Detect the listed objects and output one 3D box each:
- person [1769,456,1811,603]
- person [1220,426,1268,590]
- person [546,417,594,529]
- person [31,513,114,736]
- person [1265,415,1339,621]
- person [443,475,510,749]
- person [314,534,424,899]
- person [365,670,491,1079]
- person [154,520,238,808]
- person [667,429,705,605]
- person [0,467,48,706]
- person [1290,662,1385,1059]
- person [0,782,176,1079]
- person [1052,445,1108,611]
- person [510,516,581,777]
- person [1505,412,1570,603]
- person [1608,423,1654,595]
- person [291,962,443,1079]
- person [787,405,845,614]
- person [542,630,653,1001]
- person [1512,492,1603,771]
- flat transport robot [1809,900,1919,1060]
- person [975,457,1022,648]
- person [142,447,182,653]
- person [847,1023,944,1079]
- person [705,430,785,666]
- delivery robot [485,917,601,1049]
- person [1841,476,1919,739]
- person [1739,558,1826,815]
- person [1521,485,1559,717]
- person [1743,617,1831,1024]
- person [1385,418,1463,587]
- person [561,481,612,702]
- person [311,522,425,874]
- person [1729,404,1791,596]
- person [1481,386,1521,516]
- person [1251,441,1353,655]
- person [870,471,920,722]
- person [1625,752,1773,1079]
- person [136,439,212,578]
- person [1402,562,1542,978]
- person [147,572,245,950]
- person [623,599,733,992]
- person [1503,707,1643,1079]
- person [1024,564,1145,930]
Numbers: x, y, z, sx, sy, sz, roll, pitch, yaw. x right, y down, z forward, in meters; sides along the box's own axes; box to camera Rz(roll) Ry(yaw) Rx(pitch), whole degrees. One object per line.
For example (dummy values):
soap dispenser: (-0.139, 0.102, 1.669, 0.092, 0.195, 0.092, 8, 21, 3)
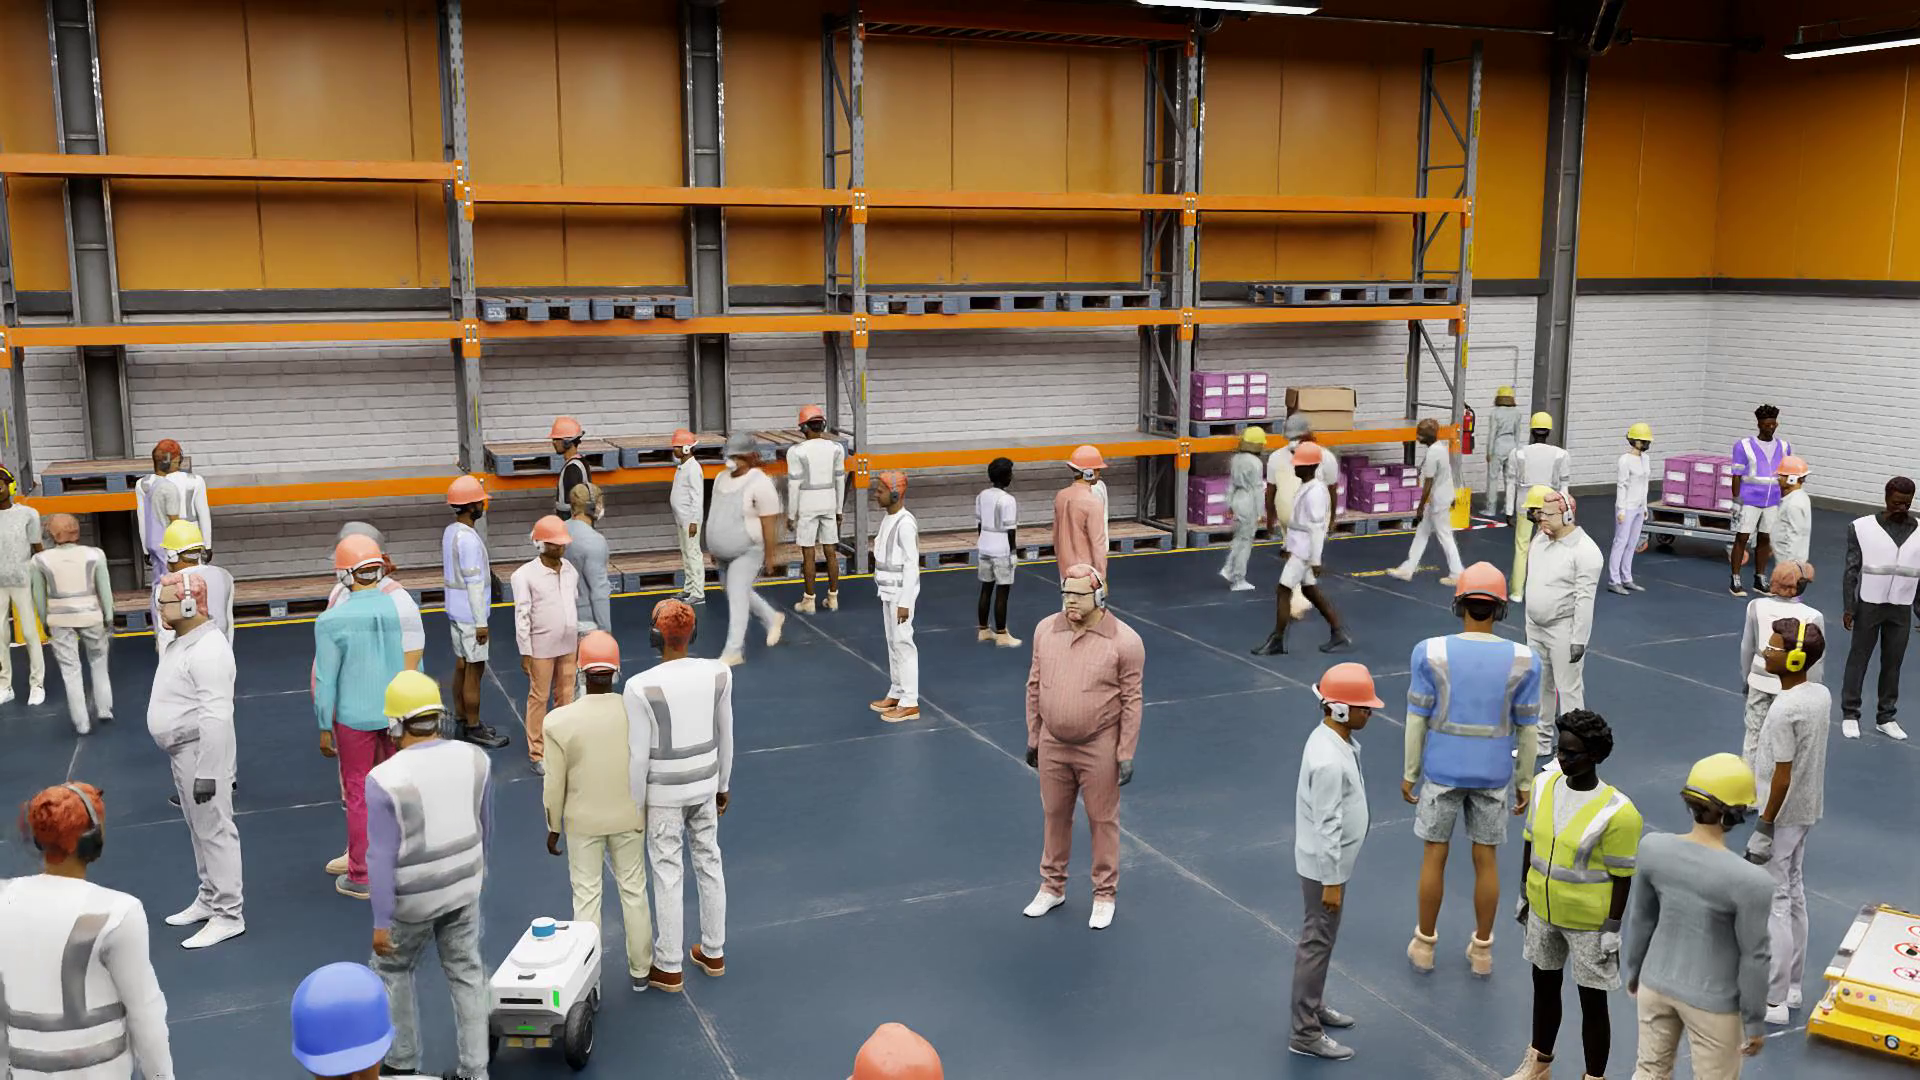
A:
person: (7.161, 0.144, 14.409, 0.342, 1.751, 0.564, 5, 11, 28)
person: (2.979, -0.323, 17.173, 0.369, 1.724, 0.487, -4, 11, -22)
person: (-3.473, -0.082, 14.878, 0.391, 2.040, 0.615, -1, 10, -8)
person: (-6.469, 0.599, 12.168, 0.511, 1.617, 0.593, -5, 11, -27)
person: (3.277, -0.279, 16.019, 0.685, 2.000, 1.096, 6, 11, 30)
person: (-3.449, 0.509, 11.763, 0.346, 1.942, 0.550, -6, 12, -32)
person: (-3.217, 0.954, 9.081, 0.407, 1.987, 0.615, 9, 14, 43)
person: (-2.239, 1.423, 6.871, 0.658, 1.807, 0.631, 7, 12, 35)
person: (-4.848, 0.779, 10.517, 0.403, 1.835, 0.588, 3, 10, 19)
person: (-2.730, -0.232, 16.572, 0.333, 1.749, 0.574, -4, 11, -23)
person: (-7.324, 0.360, 12.834, 0.514, 1.871, 0.327, -1, 10, -8)
person: (1.651, 1.385, 7.298, 0.352, 1.742, 0.567, 3, 10, 16)
person: (-2.790, 1.689, 5.202, 0.598, 1.867, 0.467, 3, 10, 18)
person: (0.973, 0.243, 13.144, 0.382, 1.993, 0.622, -6, 11, -30)
person: (-2.736, 0.701, 11.207, 0.330, 1.750, 0.562, 7, 12, 36)
person: (5.754, -0.318, 16.618, 0.588, 1.919, 0.402, 3, 10, 16)
person: (6.914, -0.322, 17.061, 0.533, 1.767, 0.326, -8, 13, -39)
person: (-1.370, 1.885, 3.820, 0.605, 1.948, 0.391, -7, 12, -33)
person: (-1.412, -0.295, 16.133, 0.605, 2.036, 0.383, -6, 12, -31)
person: (-1.674, 1.287, 7.824, 0.572, 1.750, 0.329, -4, 11, -24)
person: (4.034, 0.613, 11.307, 0.404, 1.900, 0.636, -3, 10, -19)
flat transport robot: (4.467, 2.040, 7.754, 0.652, 0.197, 1.431, 7, 12, 37)
person: (0.342, 0.106, 14.790, 0.317, 1.696, 0.540, -7, 12, -33)
person: (-6.896, 0.090, 14.482, 0.506, 1.837, 0.350, 8, 12, 38)
person: (-0.140, 1.970, 3.889, 0.570, 1.751, 0.329, -8, 13, -38)
person: (-1.832, 0.026, 14.262, 0.686, 2.000, 0.890, 10, 14, 44)
delivery robot: (-1.838, 1.917, 7.373, 0.477, 0.478, 0.707, 0, 10, 2)
person: (6.674, 0.482, 12.006, 0.588, 1.914, 0.392, 1, 10, 6)
person: (5.042, 0.927, 10.227, 0.310, 1.638, 0.523, -6, 11, -31)
person: (4.395, 0.457, 12.608, 0.348, 1.758, 0.521, 2, 10, 13)
person: (3.738, 1.268, 7.587, 0.328, 1.877, 0.515, 9, 14, 43)
person: (4.913, -0.397, 17.438, 0.885, 1.783, 0.594, 3, 10, 19)
person: (-2.592, 0.556, 11.508, 0.358, 1.936, 0.635, -8, 13, -39)
person: (-3.302, 0.903, 9.208, 0.682, 2.000, 0.538, 7, 12, 36)
person: (8.152, -0.404, 16.952, 0.596, 1.966, 0.368, -1, 10, -5)
person: (7.194, -1.183, 22.119, 0.499, 1.729, 0.353, -3, 10, -18)
person: (3.018, 0.075, 14.432, 0.890, 1.893, 0.553, 1, 10, 8)
person: (-0.477, 0.415, 12.473, 0.337, 1.882, 0.583, -3, 10, -16)
person: (2.623, 1.616, 5.930, 0.346, 1.762, 0.547, -6, 12, -32)
person: (-6.856, 0.052, 14.563, 0.574, 1.885, 0.355, -3, 10, -19)
person: (2.462, 1.112, 8.055, 0.611, 2.029, 0.409, 1, 10, 8)
person: (-3.889, 1.101, 8.456, 0.409, 1.909, 0.643, -7, 12, -35)
person: (-1.338, 1.206, 7.921, 0.574, 1.883, 0.355, -9, 13, -41)
person: (2.470, 1.507, 6.724, 0.318, 1.697, 0.533, -6, 12, -31)
person: (0.620, 1.065, 8.659, 0.639, 1.911, 0.406, 5, 11, 27)
